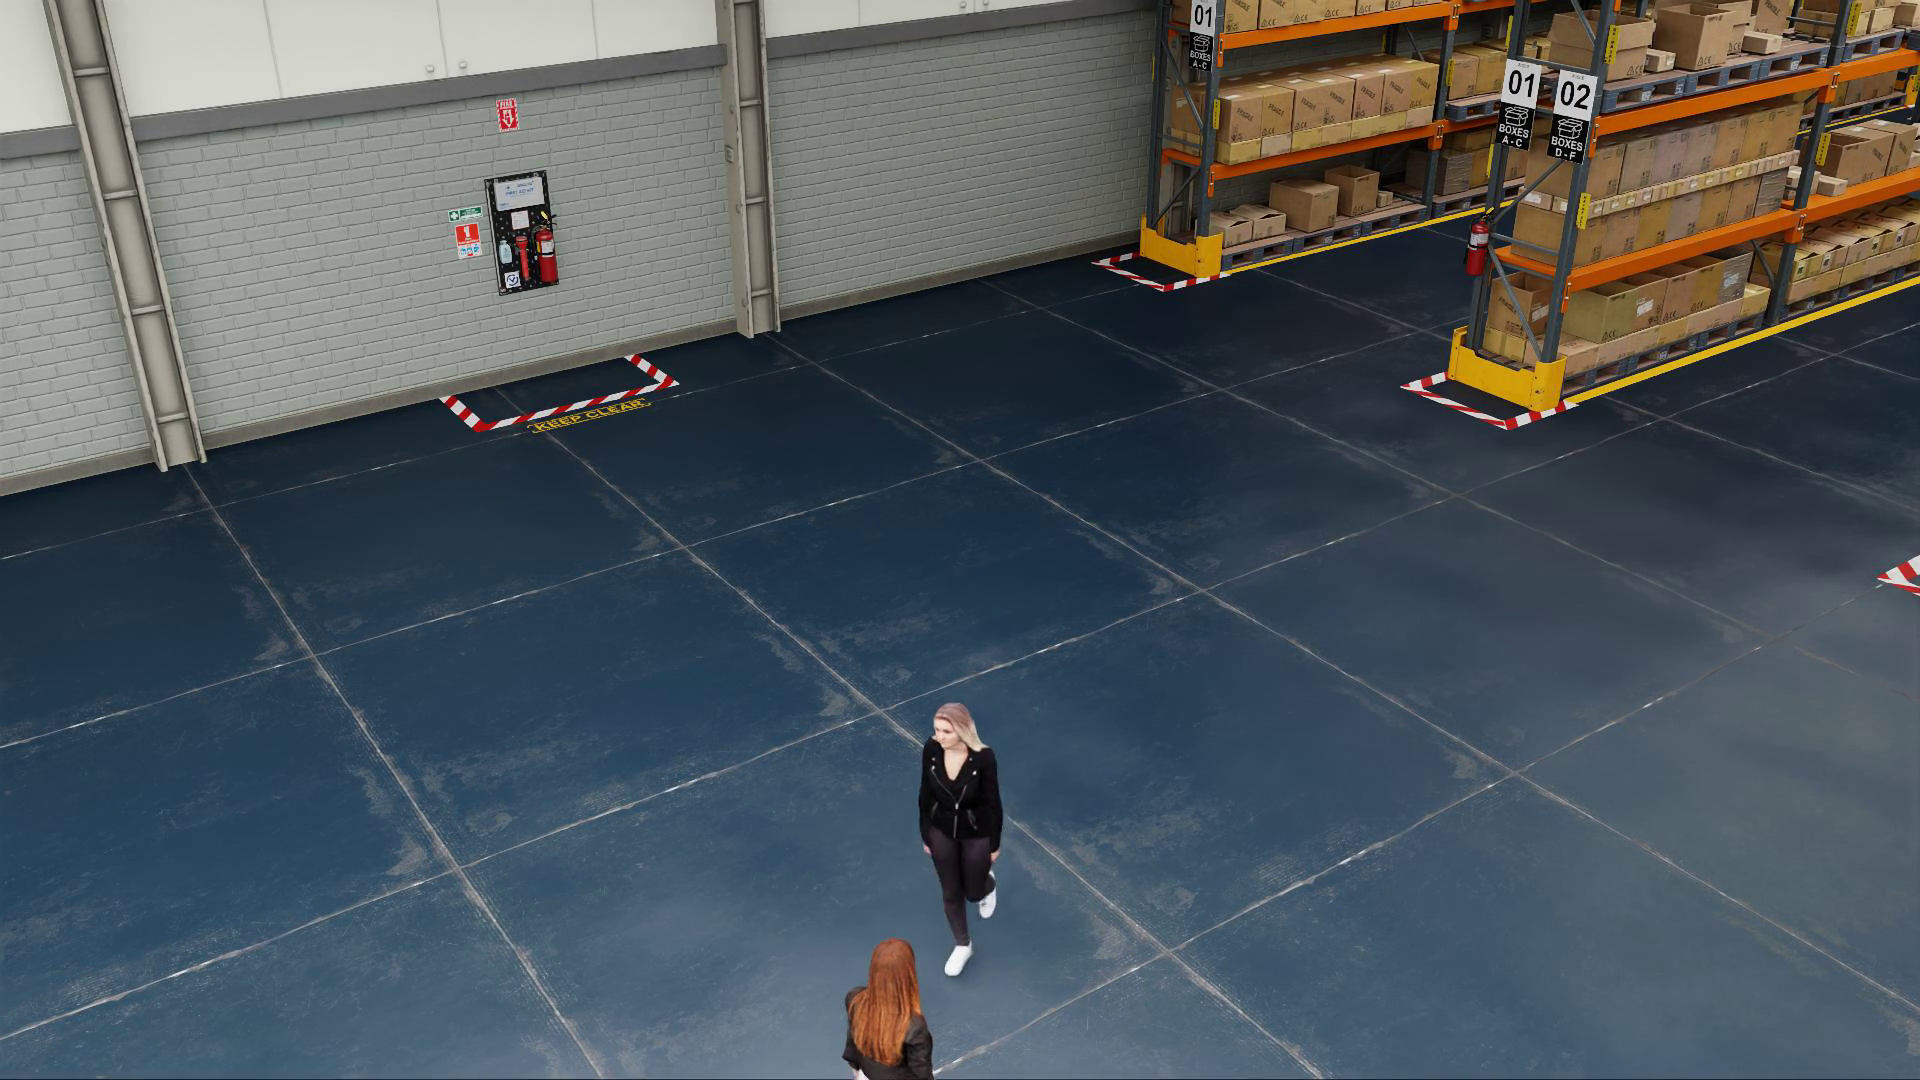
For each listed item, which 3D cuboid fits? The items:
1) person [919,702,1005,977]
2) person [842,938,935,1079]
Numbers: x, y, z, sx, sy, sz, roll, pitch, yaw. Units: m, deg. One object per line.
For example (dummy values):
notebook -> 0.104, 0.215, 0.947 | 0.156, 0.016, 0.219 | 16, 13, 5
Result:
person -> 0.037, 1.545, 8.974 | 0.866, 1.667, 0.960 | 7, 28, 13
person -> -0.309, 2.428, 7.217 | 0.676, 1.706, 0.636 | 18, 32, 31
